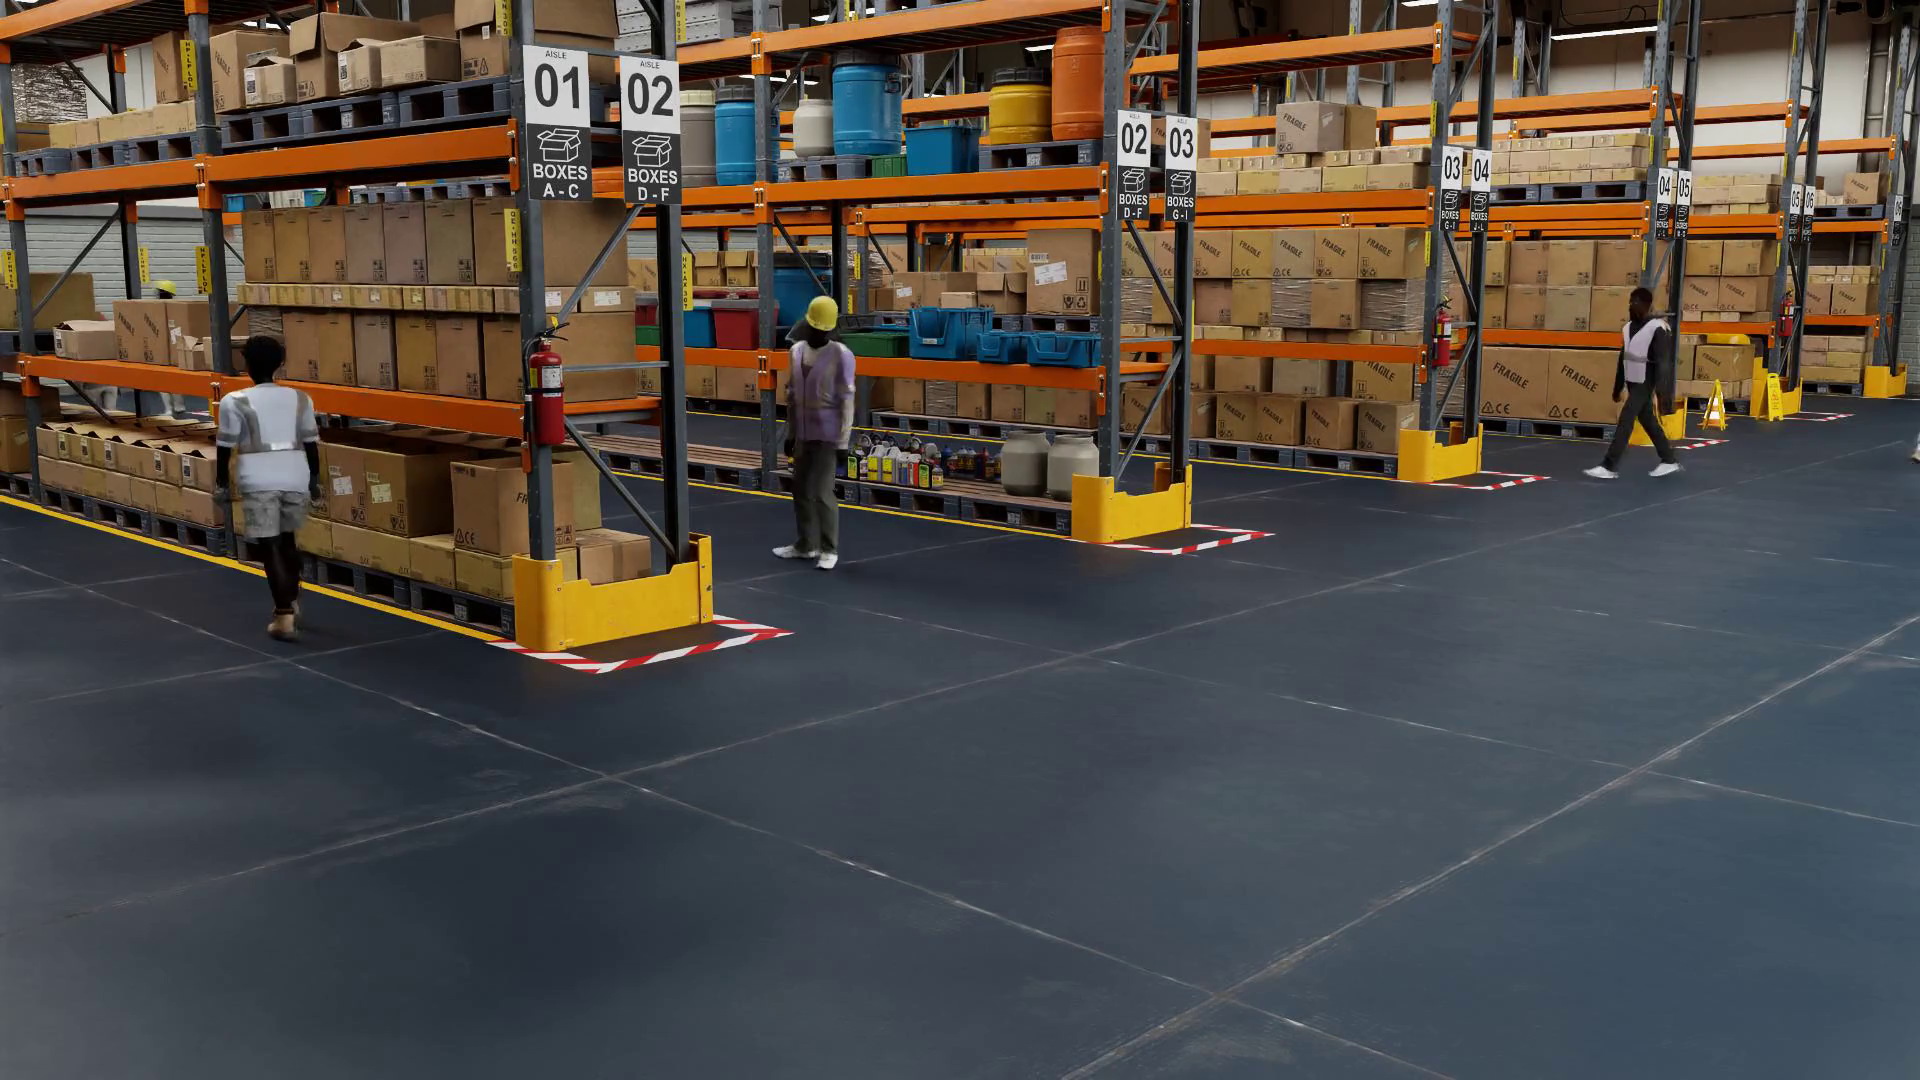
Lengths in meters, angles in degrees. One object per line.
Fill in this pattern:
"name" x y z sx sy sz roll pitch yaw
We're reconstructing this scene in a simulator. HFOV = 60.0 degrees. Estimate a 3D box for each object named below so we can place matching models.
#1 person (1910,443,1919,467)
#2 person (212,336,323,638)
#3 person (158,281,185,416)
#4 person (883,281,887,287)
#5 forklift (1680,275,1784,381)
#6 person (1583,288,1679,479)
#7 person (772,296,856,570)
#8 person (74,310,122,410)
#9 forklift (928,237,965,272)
"person" 10.195 -1.626 16.976 0.949 1.848 0.592 -3 10 -16
"person" -3.922 -0.304 9.371 0.694 1.668 0.549 7 12 38
"person" -11.094 -2.671 23.265 0.617 1.865 0.896 -3 10 -18
"person" -1.286 -3.147 26.192 0.417 1.867 0.595 9 13 43
"forklift" 12.480 -3.427 27.053 1.214 2.155 2.313 9 13 43
"person" 6.694 -1.541 16.378 1.022 1.876 0.603 -1 9 -7
"person" -1.006 -0.731 11.378 0.401 1.873 0.753 -9 13 -43
"person" -9.066 -1.598 17.480 0.470 1.611 0.526 8 12 40
"forklift" -0.326 -5.817 39.609 1.129 2.768 1.873 9 13 43
